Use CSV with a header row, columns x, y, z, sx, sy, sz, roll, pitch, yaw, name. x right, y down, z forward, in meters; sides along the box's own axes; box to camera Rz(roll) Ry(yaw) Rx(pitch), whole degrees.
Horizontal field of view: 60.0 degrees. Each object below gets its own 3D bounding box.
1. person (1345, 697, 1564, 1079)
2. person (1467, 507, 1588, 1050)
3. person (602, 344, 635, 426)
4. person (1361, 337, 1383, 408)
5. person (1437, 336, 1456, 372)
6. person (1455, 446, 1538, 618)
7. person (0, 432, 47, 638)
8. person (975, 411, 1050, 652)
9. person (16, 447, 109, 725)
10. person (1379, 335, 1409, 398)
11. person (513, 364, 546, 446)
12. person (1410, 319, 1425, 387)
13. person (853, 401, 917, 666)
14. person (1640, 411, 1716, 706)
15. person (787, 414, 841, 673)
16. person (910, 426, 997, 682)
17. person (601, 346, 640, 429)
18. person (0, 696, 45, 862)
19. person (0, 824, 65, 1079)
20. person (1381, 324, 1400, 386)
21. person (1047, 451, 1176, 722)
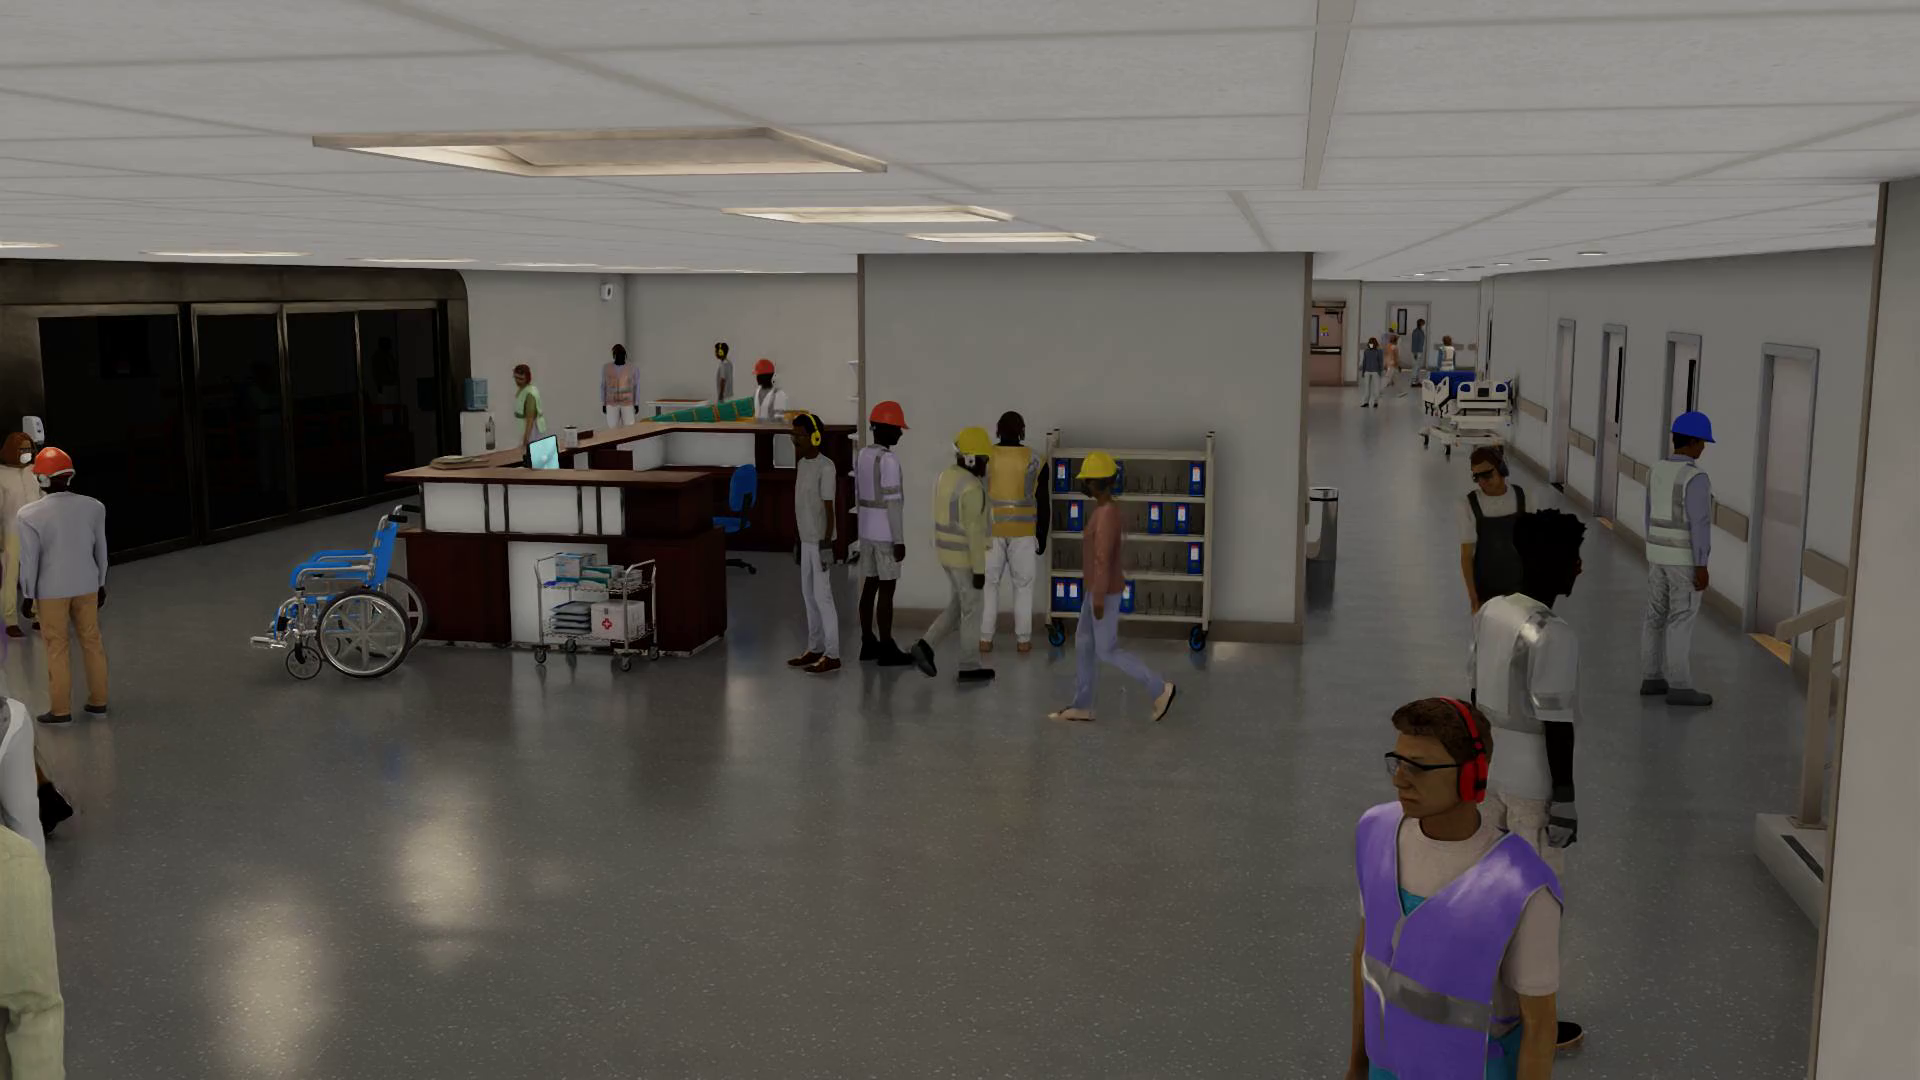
x,y,z,sx,sy,sz,roll,pitch,yaw,name
1.112,1.254,3.809,0.393,1.846,0.564,-5,10,-29,person
2.072,0.855,6.074,0.361,1.957,0.613,-1,9,-10,person
-5.565,-2.261,27.101,0.526,1.861,0.321,-1,9,-6,person
9.574,-3.889,38.636,0.509,1.631,0.266,7,11,40,person
11.742,-4.122,40.196,0.542,1.623,0.366,-4,9,-24,person
3.326,0.318,10.198,0.604,1.790,0.683,2,9,11,person
-7.417,-0.046,13.174,0.285,1.627,0.504,5,10,31,person
0.366,-0.056,12.561,0.629,1.837,0.429,1,9,4,person
-5.669,0.286,10.518,0.321,1.755,0.566,5,10,30,person
10.996,-4.400,42.145,0.878,1.583,0.541,-1,9,-6,person
-5.503,-1.347,21.220,0.408,1.802,0.749,-3,9,-21,person
12.863,-5.252,46.719,0.370,1.929,0.636,5,10,32,person
-0.551,-0.048,12.169,0.374,1.930,0.542,-5,10,-32,person
4.767,0.119,11.024,0.395,1.940,0.601,-2,9,-10,person
-1.051,0.022,11.945,0.321,1.861,0.514,-5,10,-30,person
-0.013,0.114,11.486,0.514,1.811,0.611,-4,9,-23,person
-5.428,-2.176,26.582,0.625,1.844,0.429,0,9,-3,person
-2.998,1.079,4.881,0.568,1.878,0.351,-5,10,-29,person
-2.191,1.227,3.520,0.609,1.986,0.390,2,9,12,person
12.230,-5.254,47.235,0.577,1.770,0.945,5,10,28,person
0.958,0.312,10.411,0.742,1.742,0.528,0,9,3,person
